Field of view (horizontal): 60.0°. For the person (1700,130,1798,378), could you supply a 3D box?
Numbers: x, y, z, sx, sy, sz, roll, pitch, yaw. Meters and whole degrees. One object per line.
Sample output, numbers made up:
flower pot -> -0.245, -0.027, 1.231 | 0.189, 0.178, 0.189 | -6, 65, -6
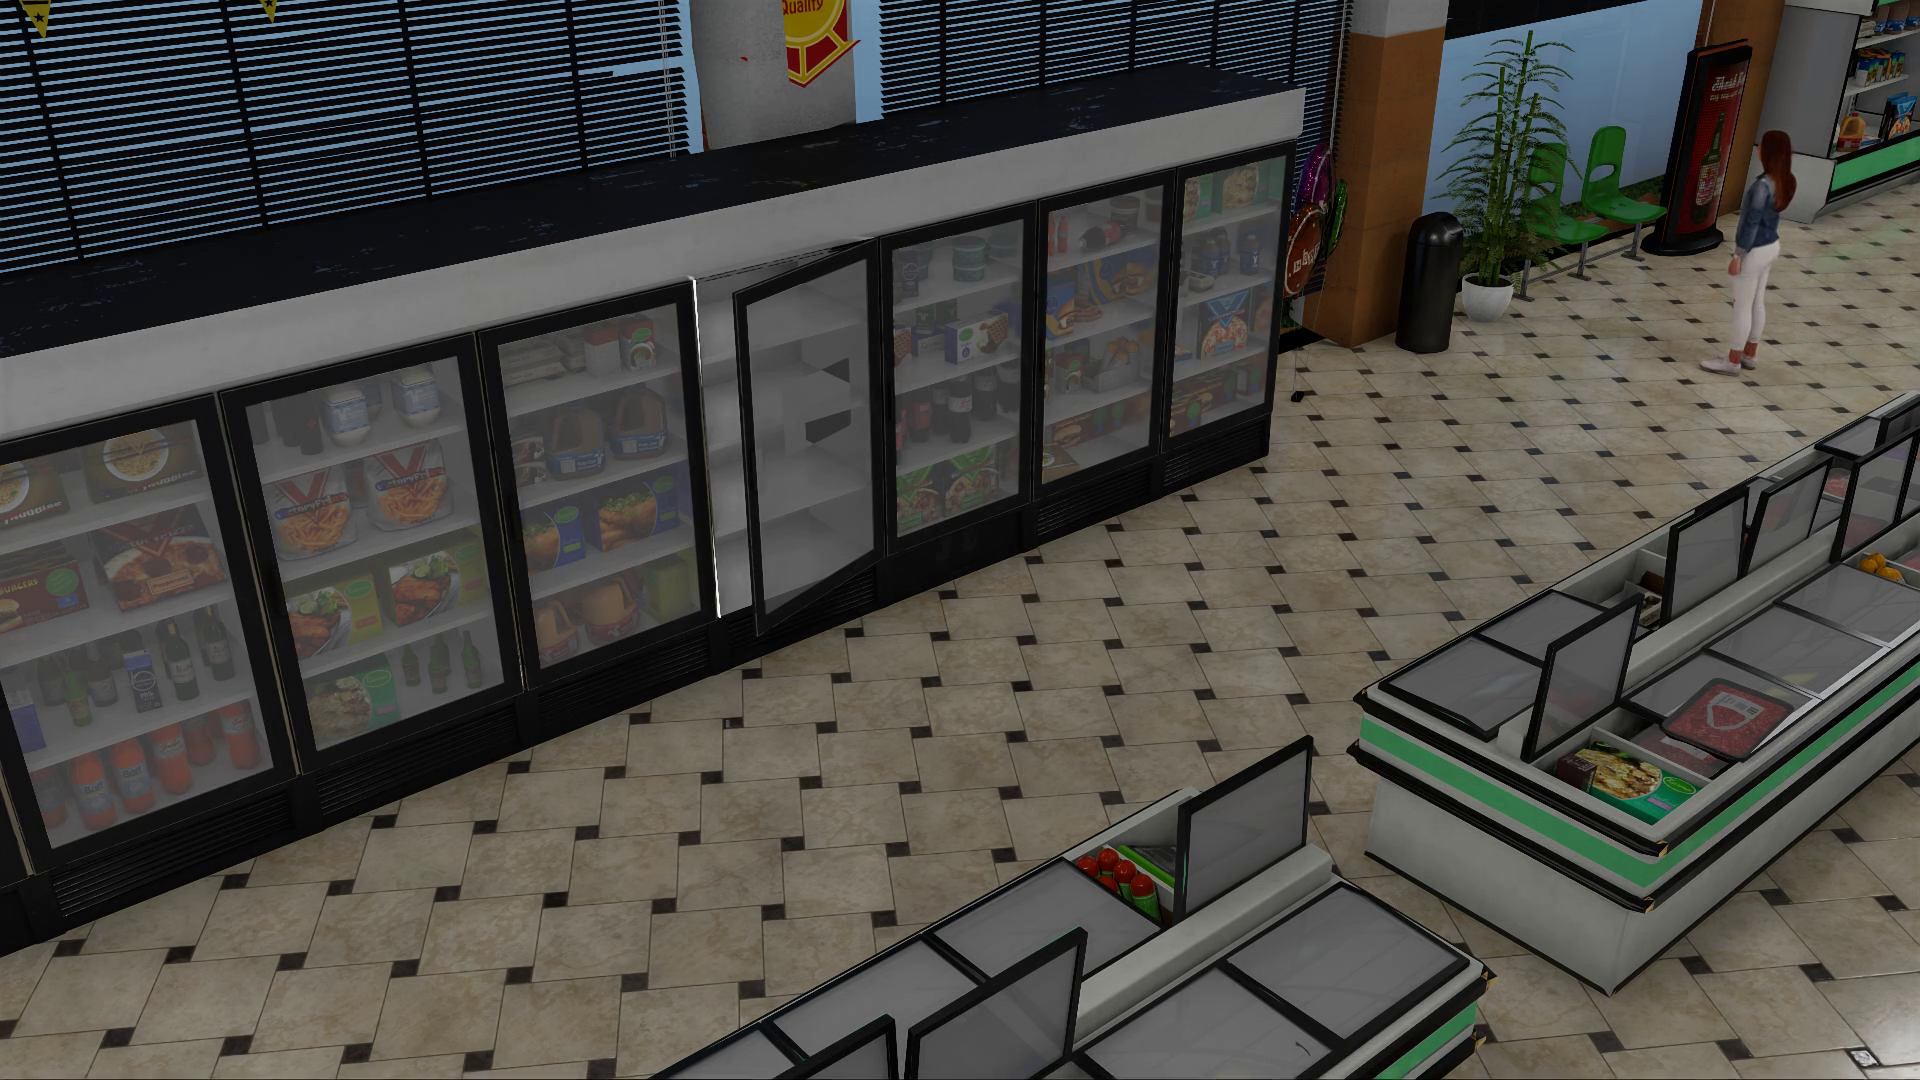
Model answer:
person -> 5.520, -1.973, 11.476 | 0.469, 1.702, 0.681 | -24, 35, -39
